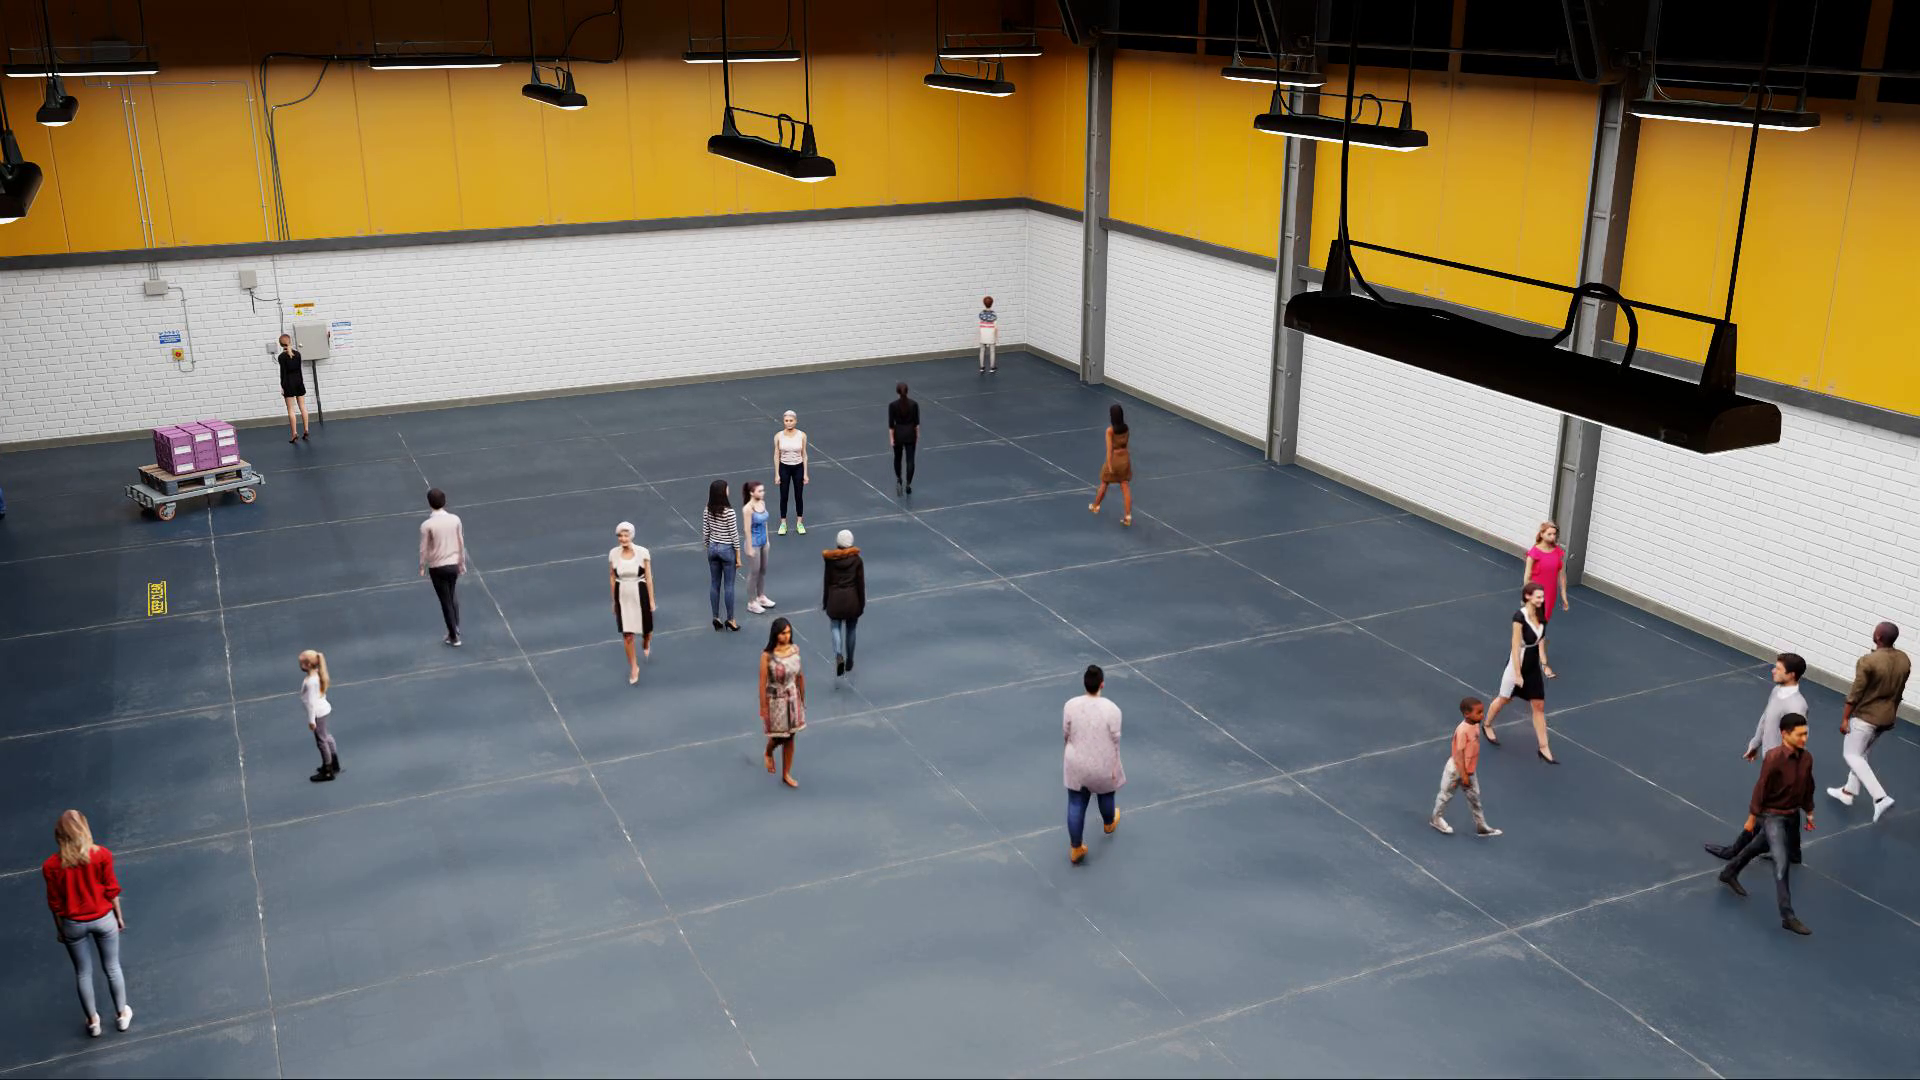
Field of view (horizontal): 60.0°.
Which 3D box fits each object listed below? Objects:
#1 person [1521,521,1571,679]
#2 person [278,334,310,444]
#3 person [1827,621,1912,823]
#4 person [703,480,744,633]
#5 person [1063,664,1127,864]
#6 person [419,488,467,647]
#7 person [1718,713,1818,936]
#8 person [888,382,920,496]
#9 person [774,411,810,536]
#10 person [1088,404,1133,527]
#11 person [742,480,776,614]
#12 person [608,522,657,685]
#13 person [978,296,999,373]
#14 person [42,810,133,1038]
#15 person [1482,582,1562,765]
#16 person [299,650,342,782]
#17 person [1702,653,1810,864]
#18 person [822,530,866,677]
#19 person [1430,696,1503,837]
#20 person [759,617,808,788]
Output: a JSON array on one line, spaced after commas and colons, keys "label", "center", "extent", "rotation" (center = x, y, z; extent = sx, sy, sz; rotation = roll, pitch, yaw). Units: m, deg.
[{"label": "person", "center": [6.207, 0.592, 17.912], "extent": [0.711, 1.688, 1.063], "rotation": [-5, 19, -15]}, {"label": "person", "center": [-10.773, -2.457, 26.839], "extent": [0.673, 1.768, 0.646], "rotation": [11, 21, 29]}, {"label": "person", "center": [8.096, 1.614, 14.705], "extent": [0.796, 1.799, 1.016], "rotation": [-6, 19, -16]}, {"label": "person", "center": [-2.716, 0.179, 18.973], "extent": [0.636, 1.795, 0.725], "rotation": [9, 21, 25]}, {"label": "person", "center": [1.066, 1.903, 13.989], "extent": [1.106, 1.708, 1.148], "rotation": [8, 20, 22]}, {"label": "person", "center": [-5.720, 0.323, 18.544], "extent": [0.787, 1.795, 0.743], "rotation": [17, 25, 41]}, {"label": "person", "center": [6.398, 2.162, 13.185], "extent": [0.656, 1.732, 1.149], "rotation": [-8, 20, -23]}, {"label": "person", "center": [-0.790, -1.424, 24.010], "extent": [0.889, 1.617, 1.156], "rotation": [0, 19, -1]}, {"label": "person", "center": [-2.264, -0.918, 22.377], "extent": [0.664, 1.701, 0.637], "rotation": [-2, 19, -7]}, {"label": "person", "center": [2.198, -0.984, 22.656], "extent": [0.666, 1.648, 1.069], "rotation": [-12, 22, -31]}, {"label": "person", "center": [-2.402, 0.057, 19.627], "extent": [0.697, 1.609, 0.650], "rotation": [9, 21, 25]}, {"label": "person", "center": [-3.462, 0.634, 17.715], "extent": [0.870, 1.734, 1.050], "rotation": [0, 19, 0]}, {"label": "person", "center": [0.534, -3.939, 31.758], "extent": [0.582, 1.440, 0.629], "rotation": [5, 19, 15]}, {"label": "person", "center": [-6.122, 2.687, 11.668], "extent": [0.620, 1.702, 0.531], "rotation": [-10, 21, -28]}, {"label": "person", "center": [5.295, 1.242, 15.891], "extent": [0.752, 1.747, 1.177], "rotation": [-13, 22, -33]}, {"label": "person", "center": [-5.962, 1.621, 15.502], "extent": [0.597, 1.276, 0.499], "rotation": [-2, 19, -6]}, {"label": "person", "center": [6.926, 1.862, 13.816], "extent": [1.201, 1.896, 1.169], "rotation": [5, 19, 13]}, {"label": "person", "center": [-1.247, 0.692, 17.721], "extent": [0.805, 1.622, 0.973], "rotation": [-1, 19, -2]}, {"label": "person", "center": [4.305, 1.961, 14.483], "extent": [0.633, 1.283, 0.901], "rotation": [-14, 23, -36]}, {"label": "person", "center": [-1.683, 1.471, 15.383], "extent": [0.734, 1.637, 0.828], "rotation": [-14, 23, -36]}]
